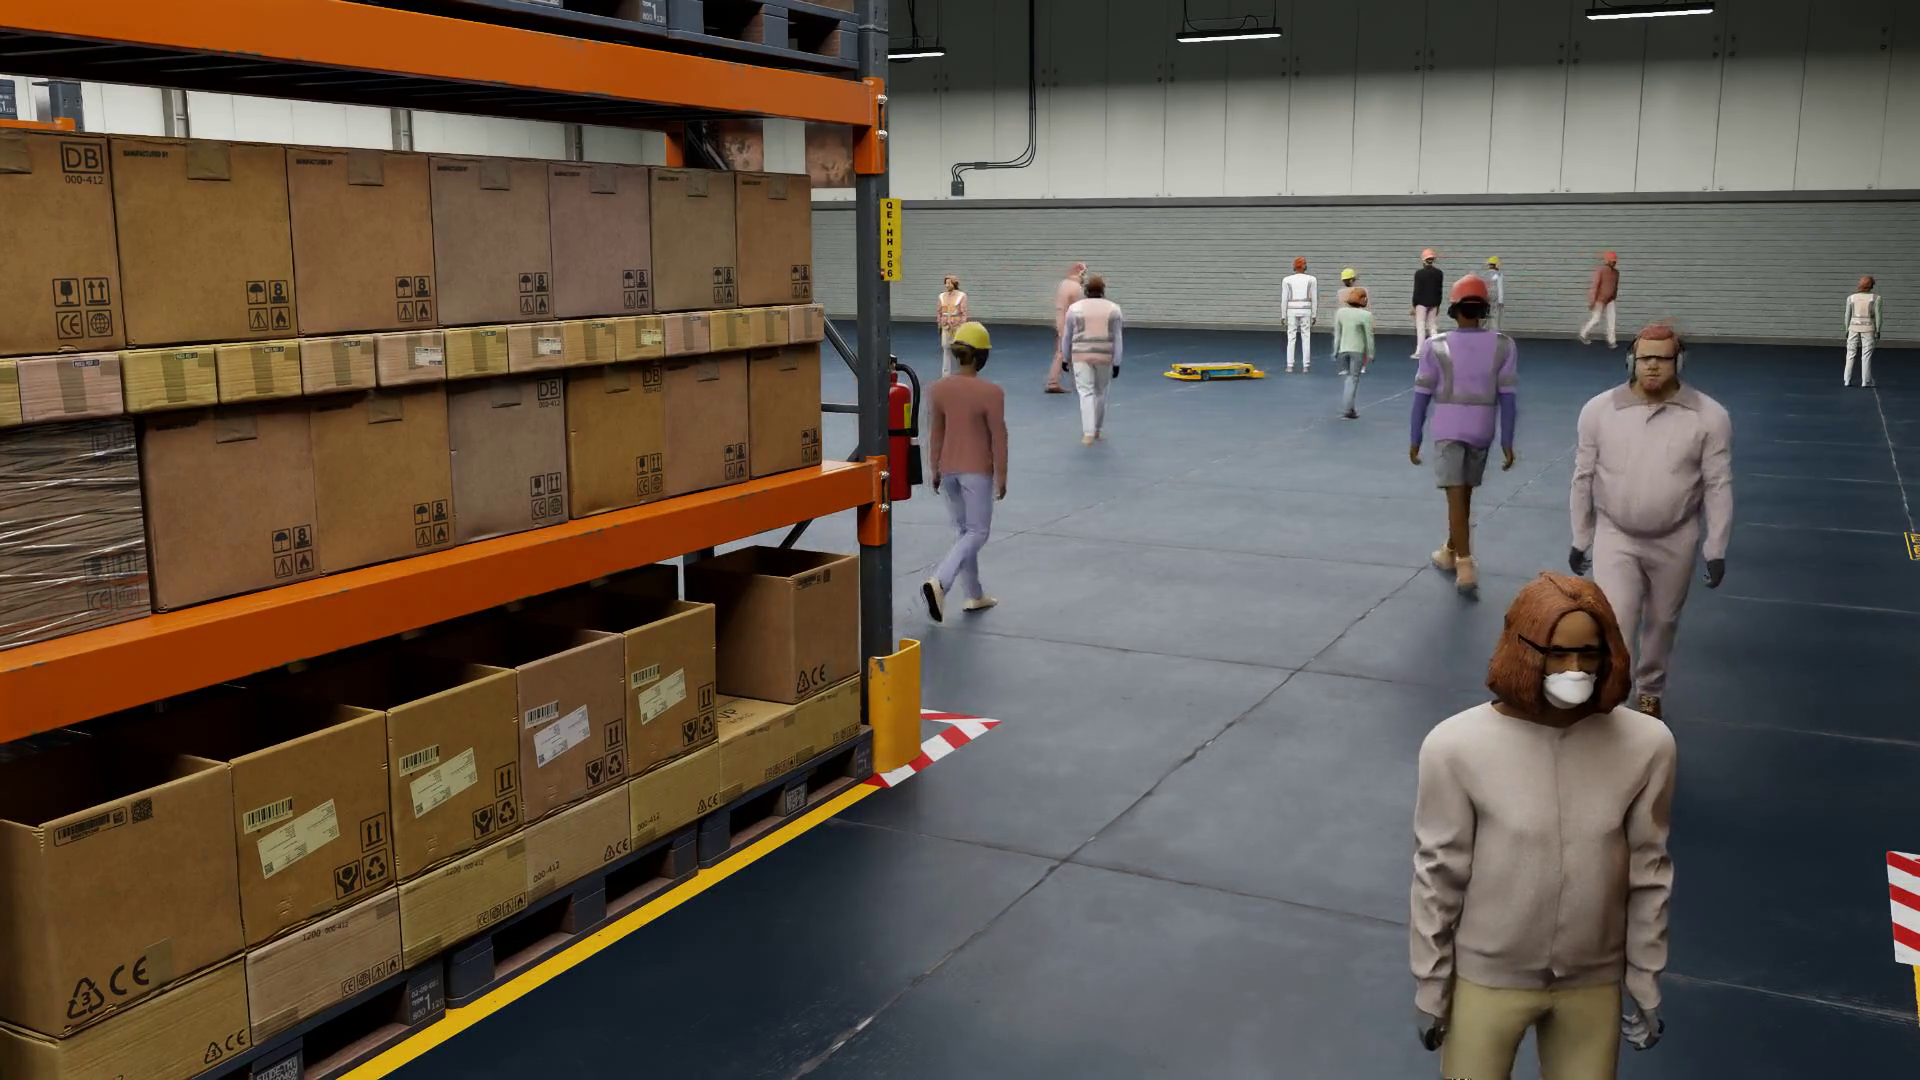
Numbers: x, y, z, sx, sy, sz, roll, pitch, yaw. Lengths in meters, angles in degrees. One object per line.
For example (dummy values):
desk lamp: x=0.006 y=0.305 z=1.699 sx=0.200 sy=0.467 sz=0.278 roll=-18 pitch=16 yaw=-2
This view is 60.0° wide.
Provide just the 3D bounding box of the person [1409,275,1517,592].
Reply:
person: x=3.215 y=-0.691 z=10.656 sx=0.621 sy=1.992 sz=1.076 roll=0 pitch=10 yaw=1

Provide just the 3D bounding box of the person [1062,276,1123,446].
person: x=1.419 y=-1.953 z=18.068 sx=0.624 sy=1.791 sz=0.954 roll=-1 pitch=10 yaw=-7

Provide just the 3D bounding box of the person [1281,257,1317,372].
person: x=5.569 y=-3.696 z=27.322 sx=0.573 sy=1.887 sz=0.354 roll=2 pitch=11 yaw=10

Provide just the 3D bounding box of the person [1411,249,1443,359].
person: x=8.487 y=-4.293 z=30.283 sx=0.622 sy=1.990 sz=0.399 roll=-4 pitch=11 yaw=-22

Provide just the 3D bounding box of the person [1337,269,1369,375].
person: x=6.385 y=-3.530 z=26.903 sx=0.604 sy=1.710 sz=0.910 roll=8 pitch=13 yaw=36

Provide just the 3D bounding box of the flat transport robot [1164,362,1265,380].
flat transport robot: x=3.980 y=-2.653 z=26.036 sx=1.431 sy=0.197 sz=0.652 roll=-4 pitch=11 yaw=-20

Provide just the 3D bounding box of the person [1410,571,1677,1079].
person: x=1.114 y=0.856 z=3.218 sx=0.499 sy=1.626 sz=0.278 roll=0 pitch=10 yaw=-3

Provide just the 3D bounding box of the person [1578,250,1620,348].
person: x=12.870 y=-4.829 z=33.347 sx=0.665 sy=1.950 sz=0.921 roll=-3 pitch=11 yaw=-18

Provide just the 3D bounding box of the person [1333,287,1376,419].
person: x=4.869 y=-2.293 z=20.396 sx=0.558 sy=1.613 sz=0.528 roll=-9 pitch=14 yaw=-40

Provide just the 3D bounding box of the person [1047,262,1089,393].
person: x=1.661 y=-3.000 z=23.612 sx=0.926 sy=1.848 sz=0.663 roll=-2 pitch=11 yaw=-10

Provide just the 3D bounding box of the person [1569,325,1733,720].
person: x=3.033 y=-0.014 z=7.337 sx=0.659 sy=1.860 sz=0.980 roll=4 pitch=11 yaw=22

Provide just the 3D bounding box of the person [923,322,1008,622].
person: x=0.001 y=-0.394 z=9.701 sx=0.535 sy=1.746 sz=0.728 roll=9 pitch=13 yaw=39

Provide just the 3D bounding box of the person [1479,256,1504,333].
person: x=11.211 y=-5.086 z=35.090 sx=0.686 sy=1.815 sz=0.612 roll=-7 pitch=12 yaw=-33

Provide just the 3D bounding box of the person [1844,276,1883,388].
person: x=13.339 y=-3.073 z=24.583 sx=0.308 sy=1.645 sz=0.514 roll=-9 pitch=14 yaw=-41

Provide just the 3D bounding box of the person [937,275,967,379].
person: x=-0.115 y=-3.239 z=25.540 sx=0.512 sy=1.632 sz=0.316 roll=5 pitch=12 yaw=27
